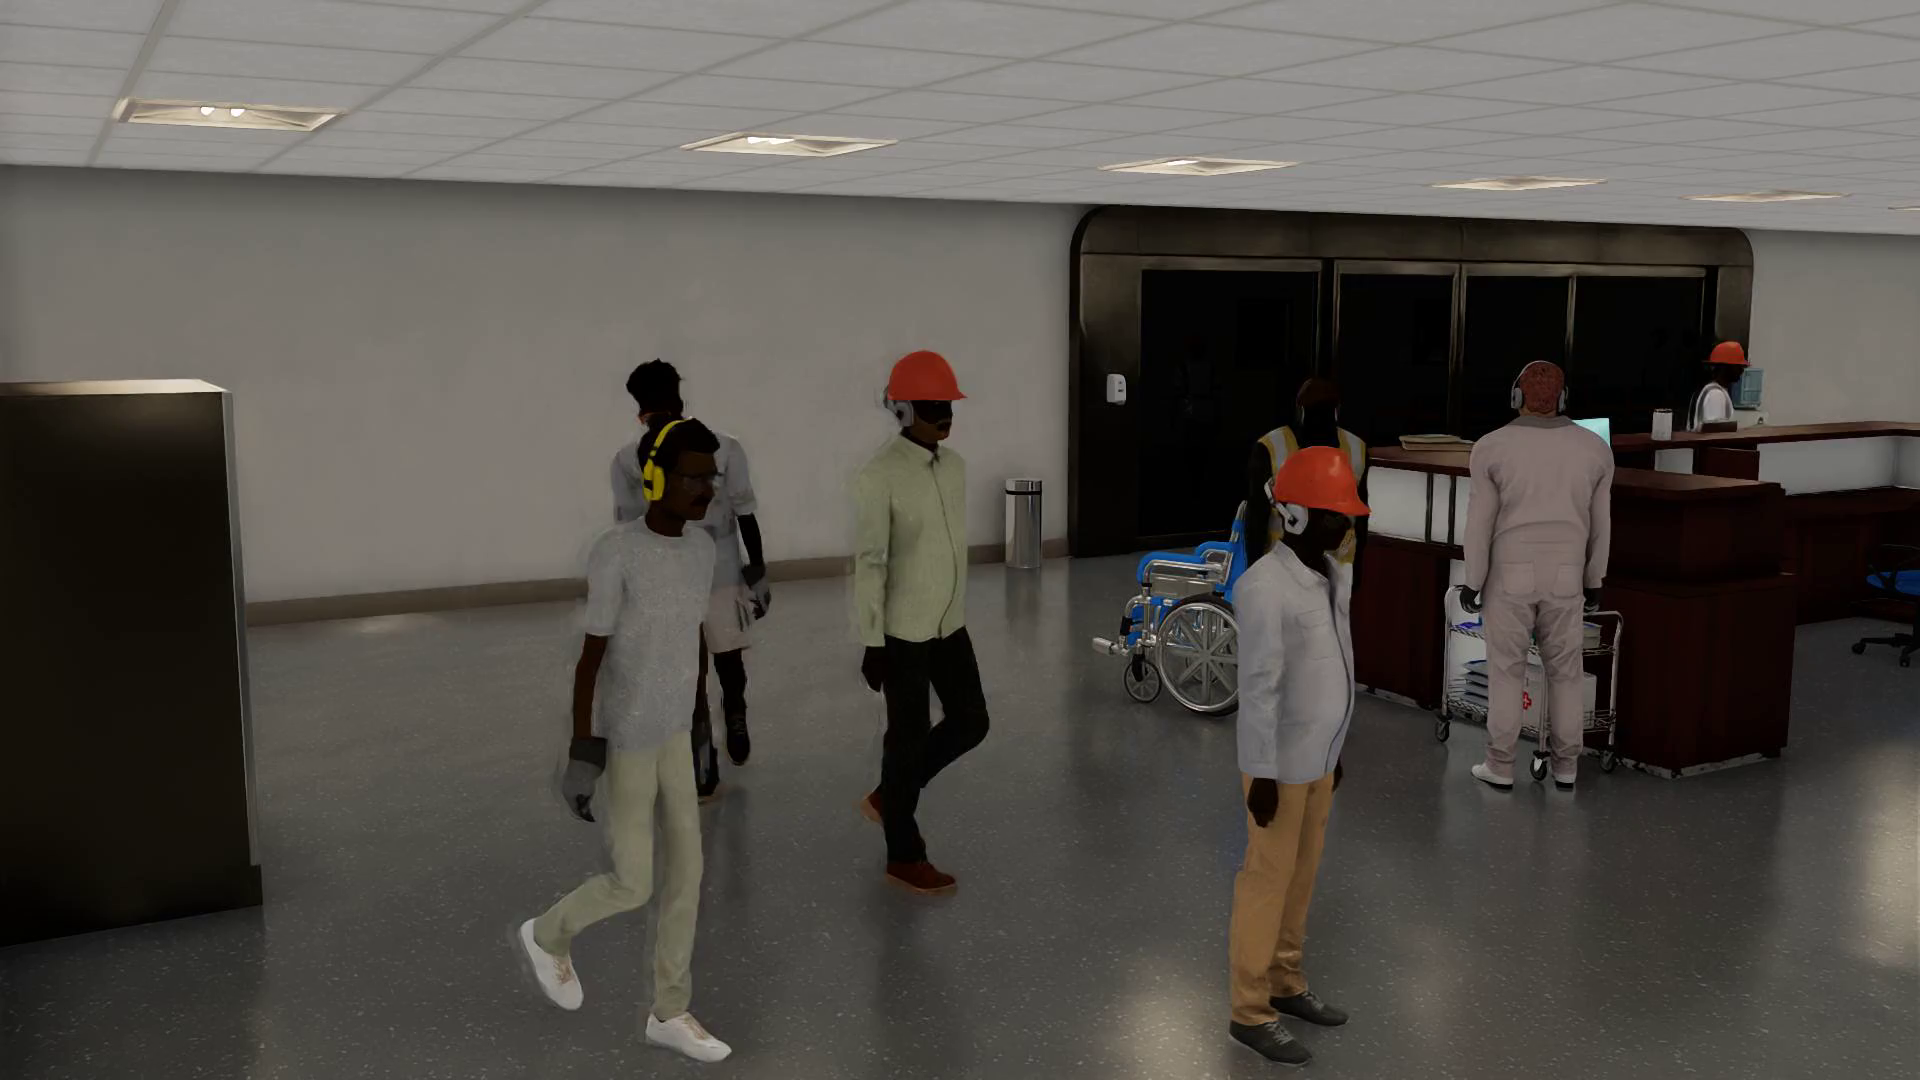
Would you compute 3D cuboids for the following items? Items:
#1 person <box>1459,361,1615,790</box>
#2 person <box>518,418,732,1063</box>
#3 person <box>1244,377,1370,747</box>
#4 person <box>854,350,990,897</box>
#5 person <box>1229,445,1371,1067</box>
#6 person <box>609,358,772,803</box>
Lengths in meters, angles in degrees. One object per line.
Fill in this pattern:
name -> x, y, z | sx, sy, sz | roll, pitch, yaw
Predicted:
person -> 2.548, 0.158, 7.418 | 0.651, 1.906, 0.401 | 0, 8, -1
person -> -0.962, 0.563, 4.737 | 0.632, 1.839, 0.558 | 5, 9, 31
person -> 1.697, 0.084, 8.312 | 0.639, 1.816, 0.718 | -1, 8, -8
person -> -0.158, 0.305, 6.053 | 0.466, 1.983, 0.637 | 5, 9, 34
person -> 0.983, 0.600, 4.777 | 0.347, 1.746, 0.573 | 5, 9, 34
person -> -1.165, 0.170, 7.259 | 0.679, 1.927, 0.652 | 0, 8, -2
